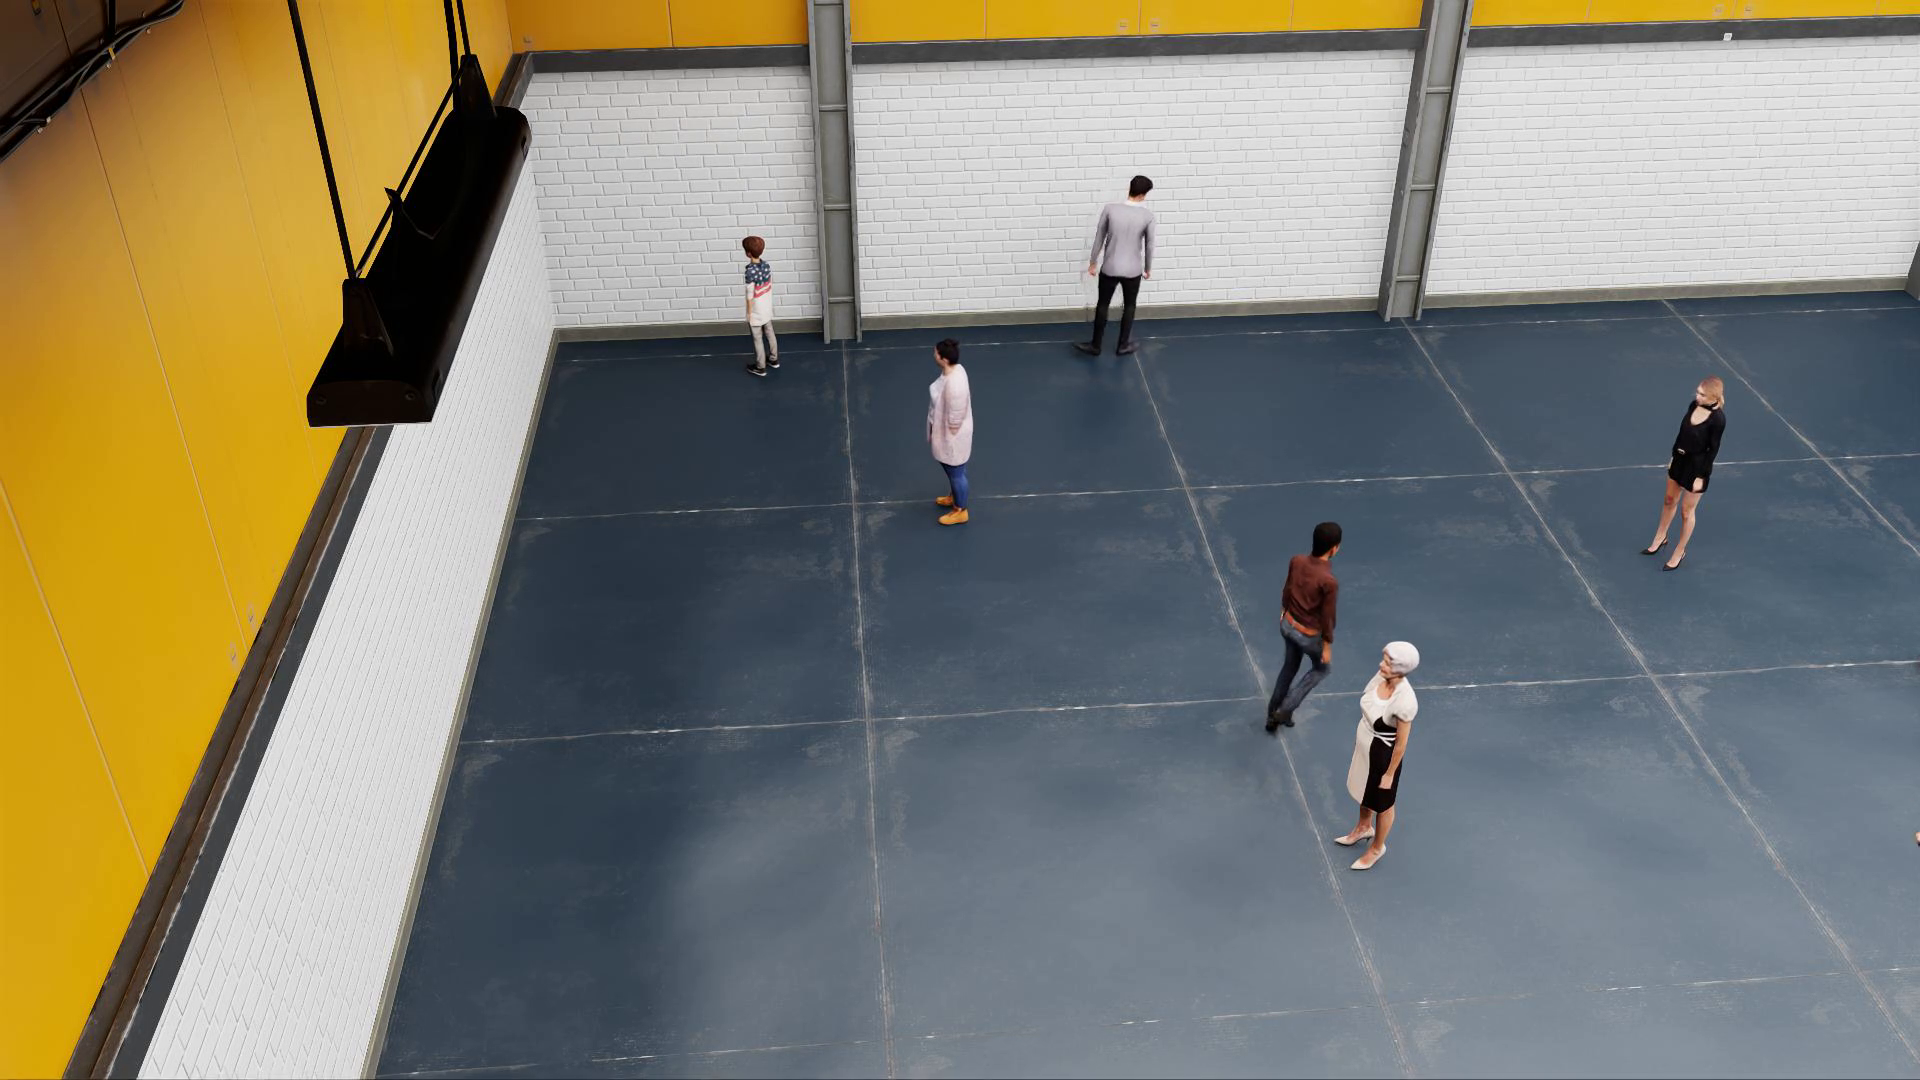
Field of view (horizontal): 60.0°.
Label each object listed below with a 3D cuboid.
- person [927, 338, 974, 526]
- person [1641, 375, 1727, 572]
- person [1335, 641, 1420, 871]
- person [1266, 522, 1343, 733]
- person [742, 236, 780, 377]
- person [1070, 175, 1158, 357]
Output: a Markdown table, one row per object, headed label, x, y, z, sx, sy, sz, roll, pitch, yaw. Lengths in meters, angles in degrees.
| label | x | y | z | sx | sy | sz | roll | pitch | yaw |
| --- | --- | --- | --- | --- | --- | --- | --- | --- | --- |
| person | -0.061 | -0.949 | 14.156 | 0.620 | 1.741 | 0.691 | -1 | 34 | -2 |
| person | 5.943 | -0.565 | 13.552 | 0.592 | 1.768 | 0.615 | -11 | 35 | -16 |
| person | 2.702 | 1.371 | 10.651 | 0.554 | 1.756 | 0.643 | -6 | 34 | -9 |
| person | 2.365 | 0.699 | 11.671 | 0.836 | 1.745 | 0.815 | -23 | 40 | -30 |
| person | -1.993 | -2.339 | 16.520 | 0.619 | 1.438 | 0.583 | 17 | 37 | 24 |
| person | 1.563 | -2.725 | 16.684 | 0.634 | 1.899 | 1.061 | -2 | 34 | -2 |
